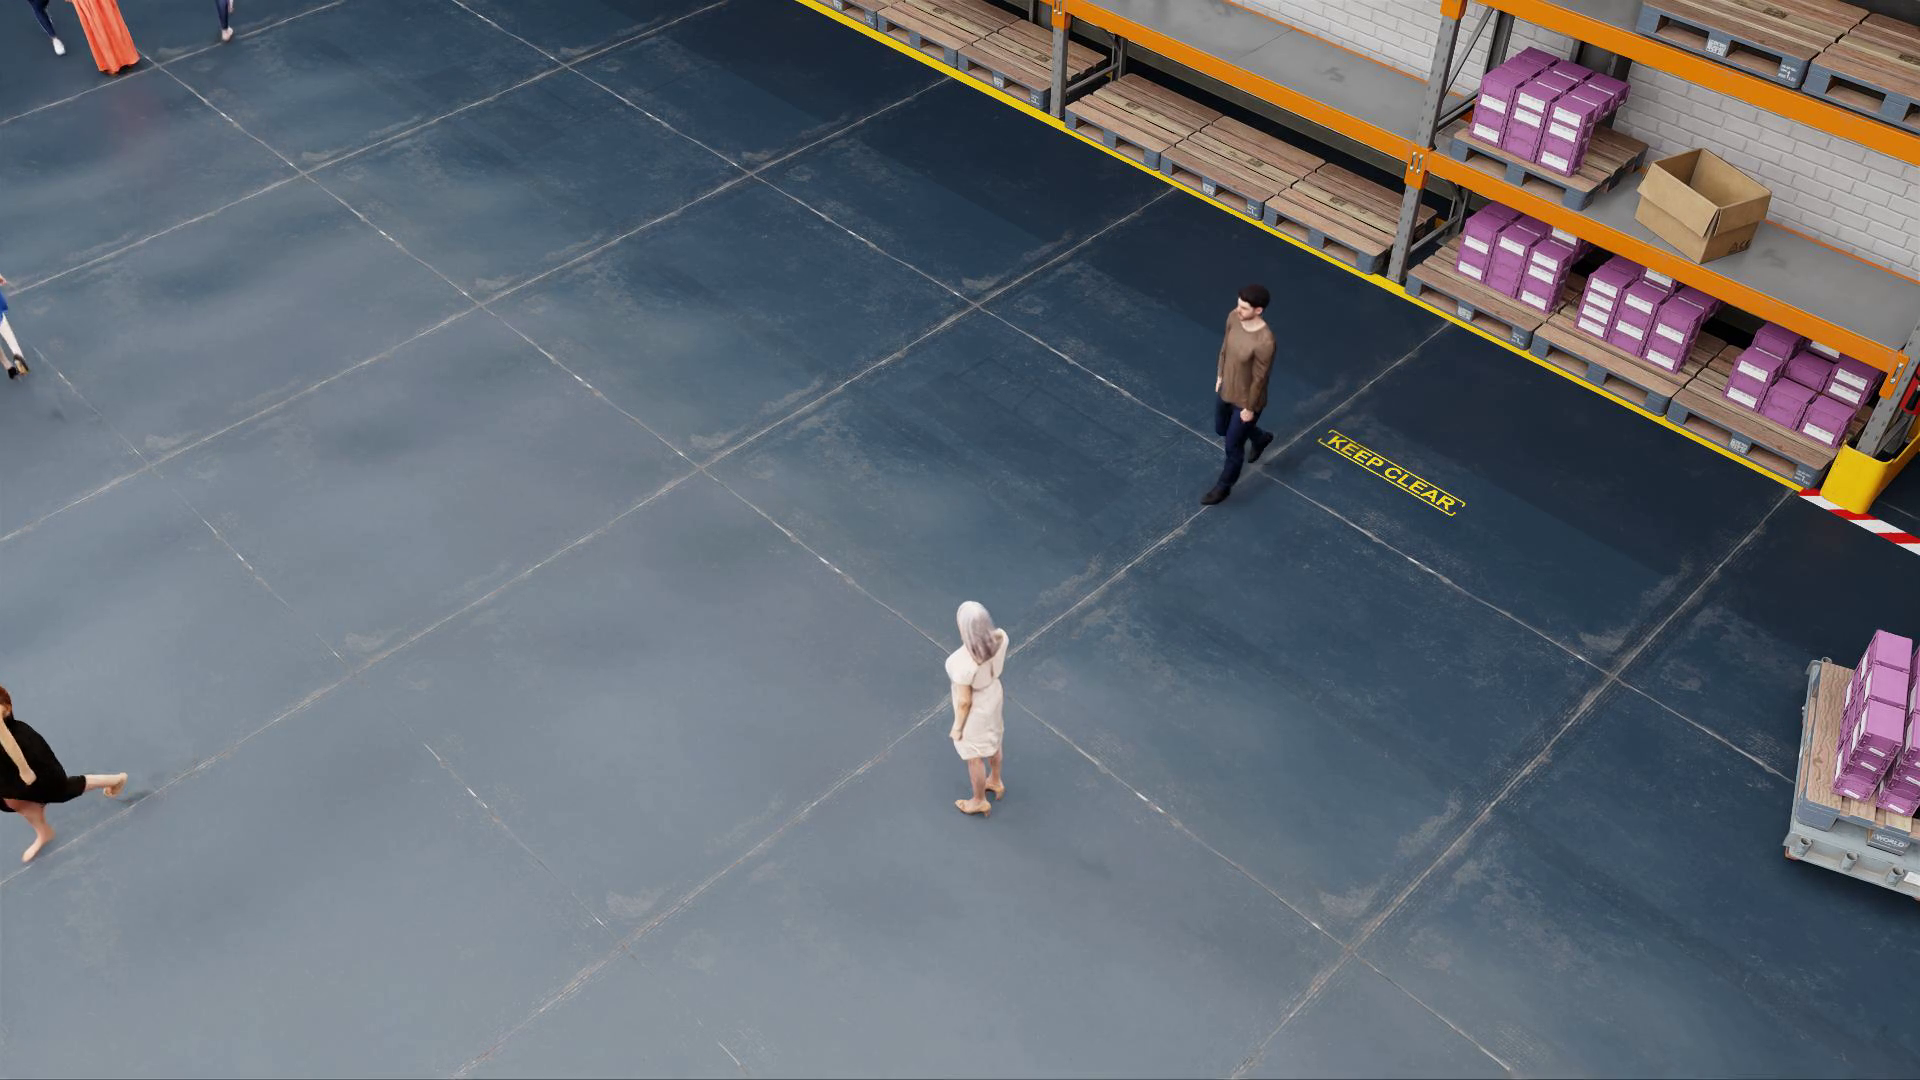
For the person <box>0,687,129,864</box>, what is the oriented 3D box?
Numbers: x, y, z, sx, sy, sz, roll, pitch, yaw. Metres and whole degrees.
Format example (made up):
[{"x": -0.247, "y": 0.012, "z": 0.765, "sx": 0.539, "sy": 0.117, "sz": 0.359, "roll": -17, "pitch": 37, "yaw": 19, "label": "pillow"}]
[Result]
[{"x": -5.414, "y": 1.193, "z": 9.704, "sx": 0.905, "sy": 1.601, "sz": 0.709, "roll": 32, "pitch": 52, "yaw": 29, "label": "person"}]

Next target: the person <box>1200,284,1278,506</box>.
[{"x": 2.078, "y": -1.070, "z": 11.884, "sx": 0.872, "sy": 1.870, "sz": 0.973, "roll": -20, "pitch": 47, "yaw": -20, "label": "person"}]

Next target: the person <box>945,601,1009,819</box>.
[{"x": 0.111, "y": 1.007, "z": 9.803, "sx": 0.598, "sy": 1.734, "sz": 0.632, "roll": 26, "pitch": 50, "yaw": 25, "label": "person"}]

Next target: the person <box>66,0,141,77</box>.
[{"x": -8.715, "y": -5.528, "z": 16.610, "sx": 0.568, "sy": 1.806, "sz": 0.617, "roll": 33, "pitch": 53, "yaw": 30, "label": "person"}]
